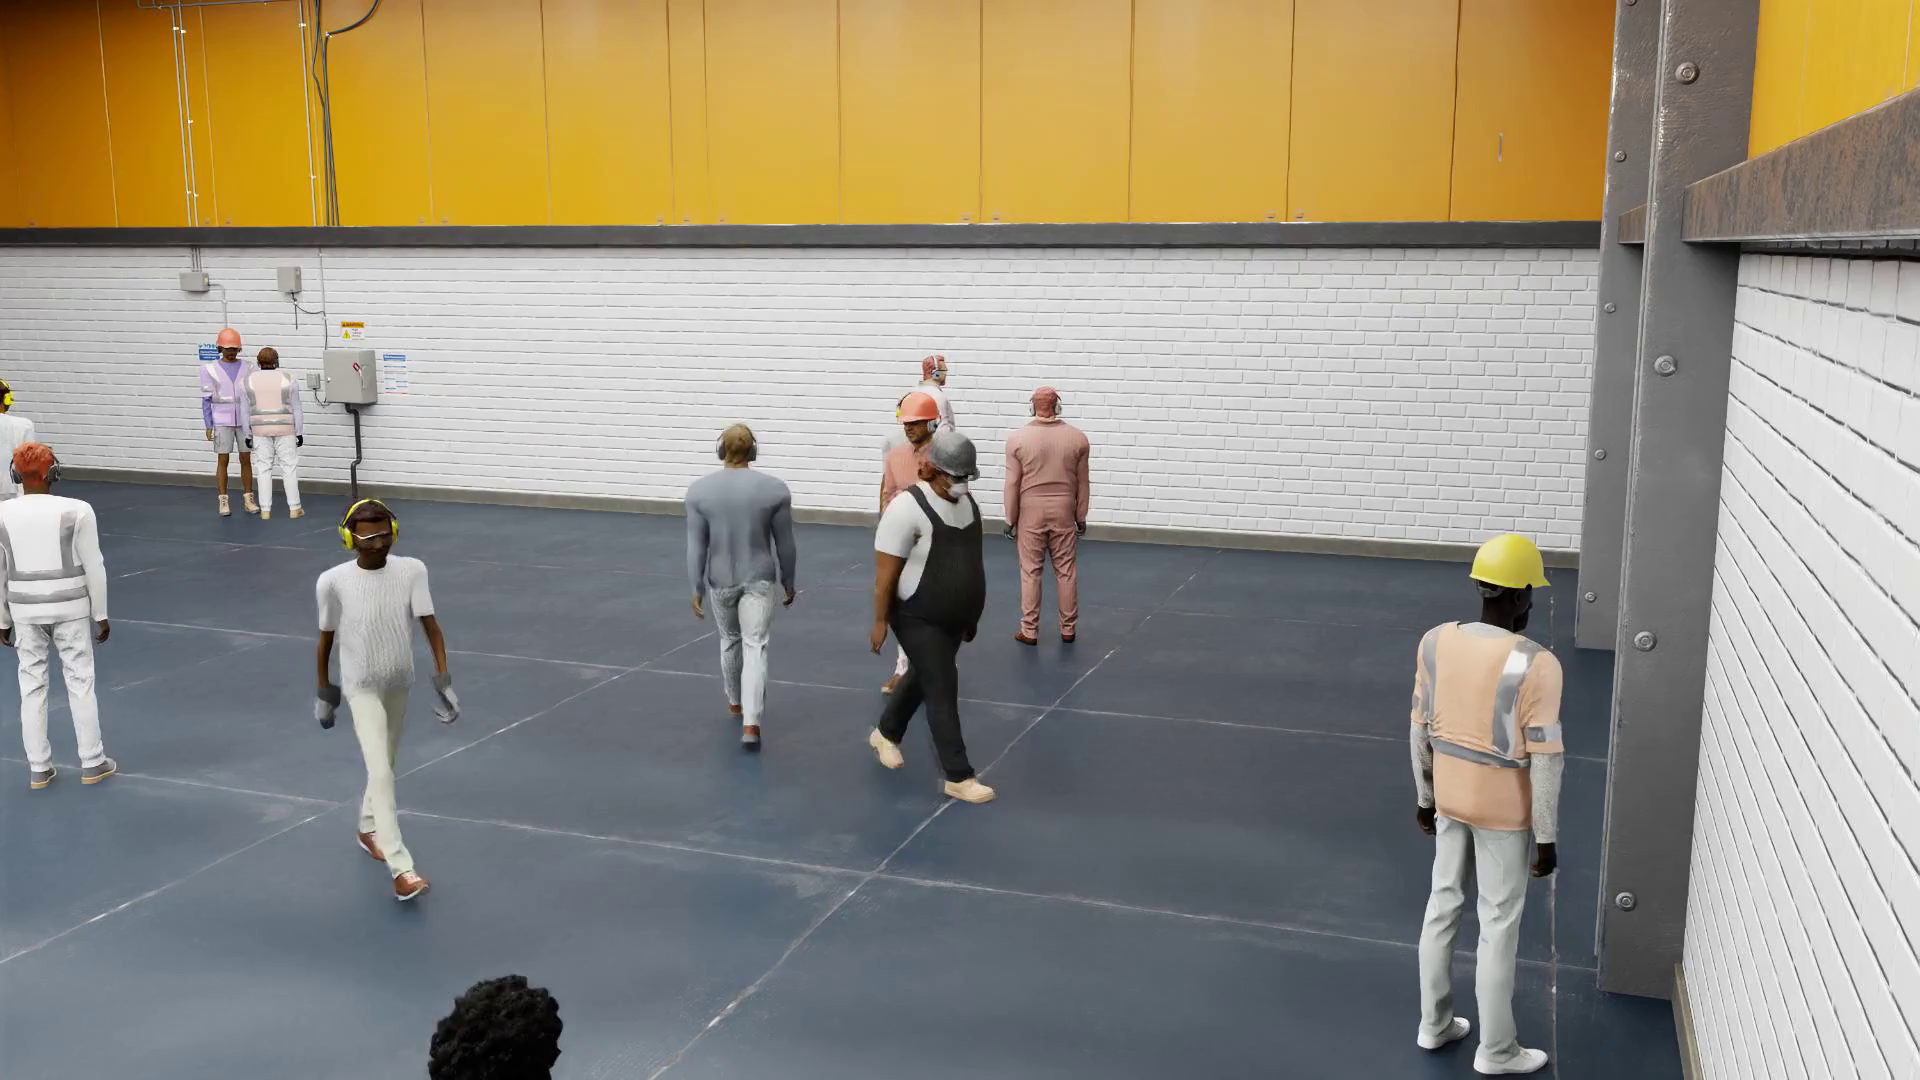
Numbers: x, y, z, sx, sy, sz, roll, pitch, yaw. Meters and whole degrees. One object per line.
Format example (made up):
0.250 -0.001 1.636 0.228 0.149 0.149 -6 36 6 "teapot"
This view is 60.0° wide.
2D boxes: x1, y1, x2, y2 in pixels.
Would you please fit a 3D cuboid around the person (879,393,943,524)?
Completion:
-0.325 -0.160 12.281 0.570 1.834 0.770 0 10 1 "person"

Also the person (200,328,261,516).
-7.878 -1.280 18.047 0.605 2.036 0.383 -7 12 -36 "person"

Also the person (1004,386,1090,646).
0.624 -0.179 12.213 0.645 1.905 0.400 -2 10 -10 "person"

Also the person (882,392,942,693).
-0.245 0.037 10.738 0.625 1.992 0.388 6 12 29 "person"

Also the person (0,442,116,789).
-4.903 0.407 8.975 0.576 1.883 0.355 -3 10 -15 "person"

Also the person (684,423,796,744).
-1.304 0.241 9.936 0.637 1.889 1.055 0 10 0 "person"

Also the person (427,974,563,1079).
-0.769 1.575 2.909 0.541 1.699 0.315 4 11 19 "person"

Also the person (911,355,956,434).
-0.237 -0.769 15.528 0.403 1.910 0.637 -5 11 -25 "person"

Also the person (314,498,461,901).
-2.643 0.695 7.601 0.497 1.802 1.035 -9 14 -42 "person"

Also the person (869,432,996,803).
-0.198 0.323 8.998 1.029 2.000 0.753 8 13 38 "person"

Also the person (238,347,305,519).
-7.348 -1.141 17.807 0.623 1.844 0.429 -3 10 -15 "person"

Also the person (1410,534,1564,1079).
1.874 0.930 5.903 0.385 1.925 0.591 -7 12 -35 "person"

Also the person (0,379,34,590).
-7.662 -0.362 13.357 0.521 1.865 0.319 -5 11 -27 "person"
